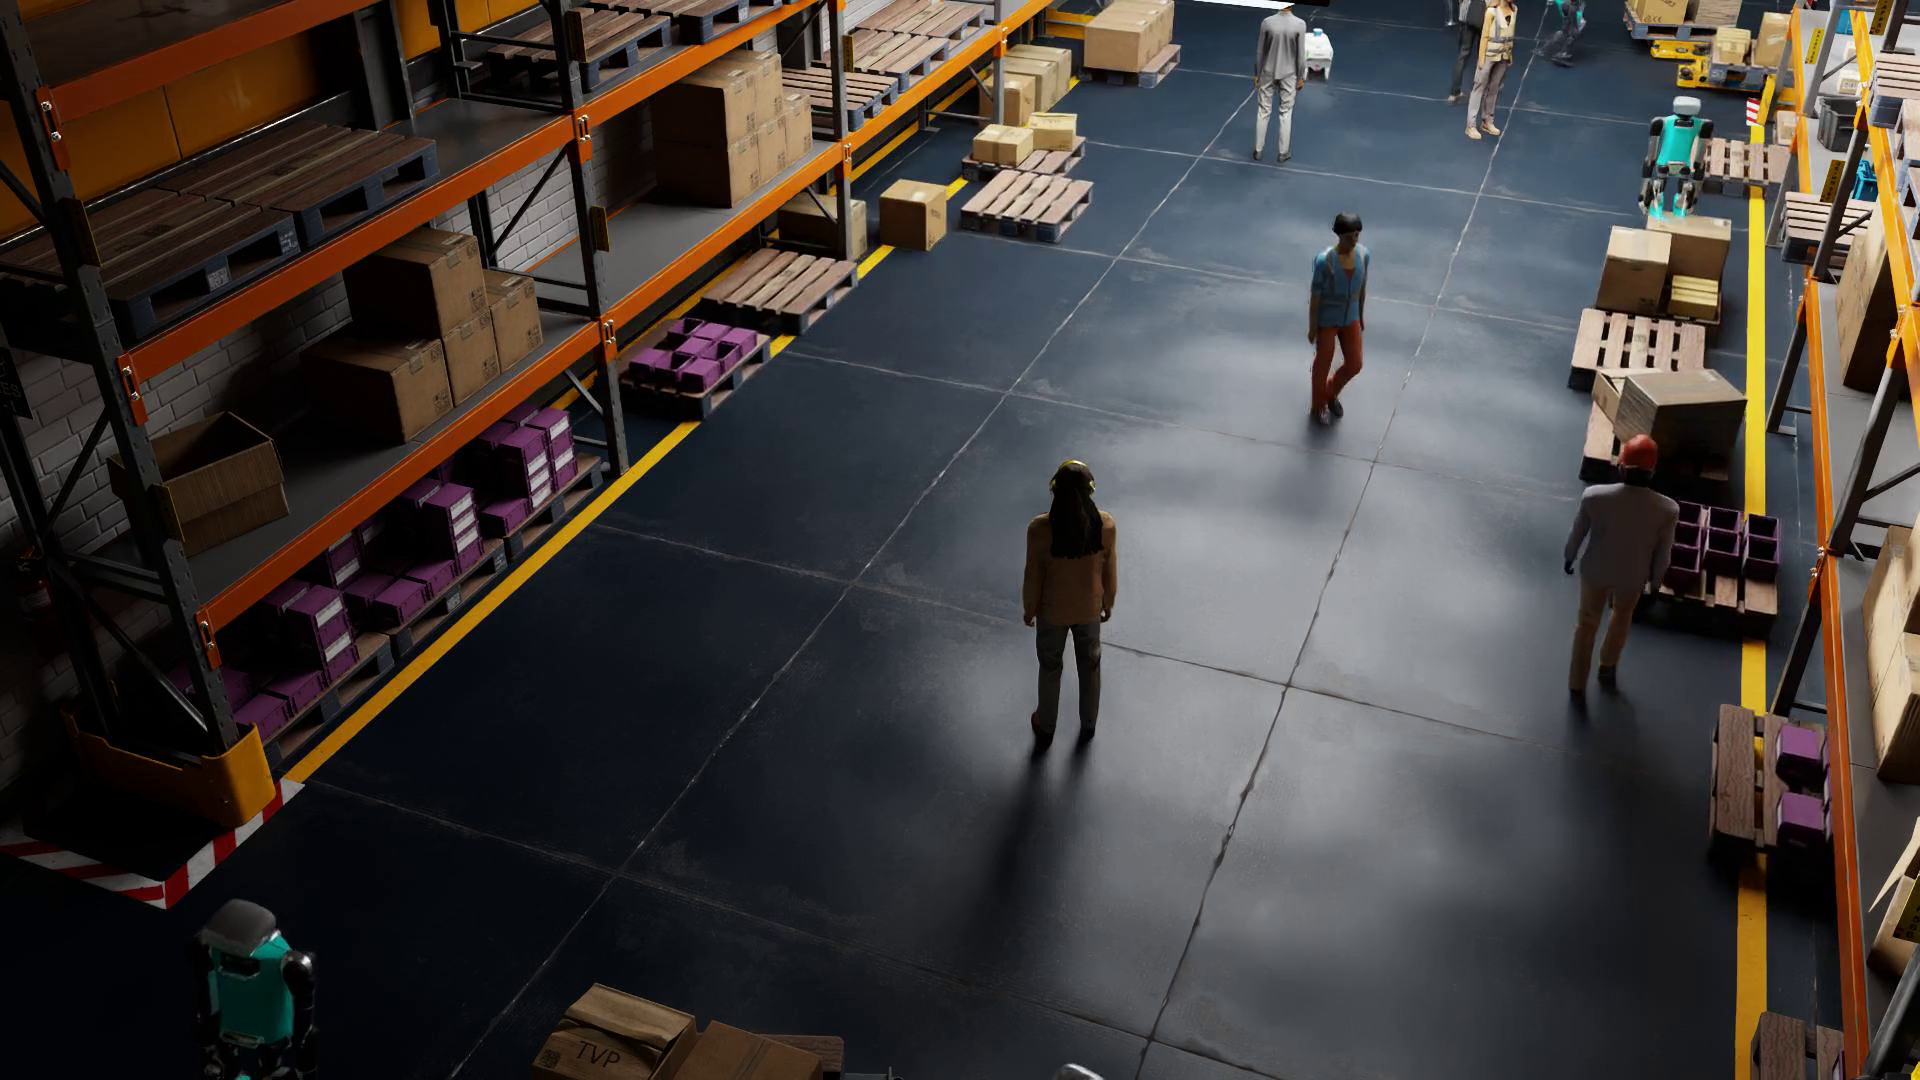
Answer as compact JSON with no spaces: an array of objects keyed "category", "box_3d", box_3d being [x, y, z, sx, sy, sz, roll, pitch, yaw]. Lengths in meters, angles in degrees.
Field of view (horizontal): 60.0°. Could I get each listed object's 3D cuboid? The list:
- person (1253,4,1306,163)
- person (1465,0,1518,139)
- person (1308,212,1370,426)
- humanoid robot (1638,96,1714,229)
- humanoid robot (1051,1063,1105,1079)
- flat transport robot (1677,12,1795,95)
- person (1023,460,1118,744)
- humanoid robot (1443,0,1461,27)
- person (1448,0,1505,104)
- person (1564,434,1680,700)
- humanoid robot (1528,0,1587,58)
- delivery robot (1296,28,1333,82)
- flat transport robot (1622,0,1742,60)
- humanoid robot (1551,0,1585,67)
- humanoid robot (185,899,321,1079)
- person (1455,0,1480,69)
[{"category":"person","box_3d":[3.409,-4.977,17.805,0.546,1.890,0.394,10,34,15]},{"category":"person","box_3d":[5.958,-5.375,18.520,0.460,1.778,0.306,-16,36,-23]},{"category":"person","box_3d":[2.925,-1.687,12.836,0.519,1.748,0.401,-9,34,-14]},{"category":"humanoid robot","box_3d":[6.373,-3.023,14.899,0.545,1.751,0.740,6,33,9]},{"category":"humanoid robot","box_3d":[0.267,2.782,5.968,0.550,1.803,0.912,13,35,20]},{"category":"flat transport robot","box_3d":[9.546,-5.641,20.322,1.431,0.231,0.659,12,35,18]},{"category":"person","box_3d":[0.630,0.380,9.526,0.549,1.877,0.413,-5,33,-7]},{"category":"humanoid robot","box_3d":[6.723,-7.578,21.971,0.550,1.733,1.016,28,42,36]},{"category":"person","box_3d":[6.215,-6.082,19.597,0.927,1.792,0.538,-24,40,-32]},{"category":"person","box_3d":[3.947,0.135,10.033,0.587,1.724,0.665,13,35,19]},{"category":"humanoid robot","box_3d":[7.709,-6.899,20.934,0.854,1.789,0.586,21,38,29]},{"category":"delivery robot","box_3d":[4.422,-6.063,20.728,0.499,0.614,0.798,2,33,3]},{"category":"flat transport robot","box_3d":[9.329,-6.578,21.773,0.659,0.231,1.431,6,33,9]},{"category":"humanoid robot","box_3d":[7.668,-6.790,20.806,0.318,1.654,0.608,11,35,17]},{"category":"humanoid robot","box_3d":[-2.903,2.365,6.600,0.590,1.755,0.993,7,33,10]},{"category":"person","box_3d":[6.462,-6.720,20.673,0.536,1.695,0.320,17,36,24]}]
